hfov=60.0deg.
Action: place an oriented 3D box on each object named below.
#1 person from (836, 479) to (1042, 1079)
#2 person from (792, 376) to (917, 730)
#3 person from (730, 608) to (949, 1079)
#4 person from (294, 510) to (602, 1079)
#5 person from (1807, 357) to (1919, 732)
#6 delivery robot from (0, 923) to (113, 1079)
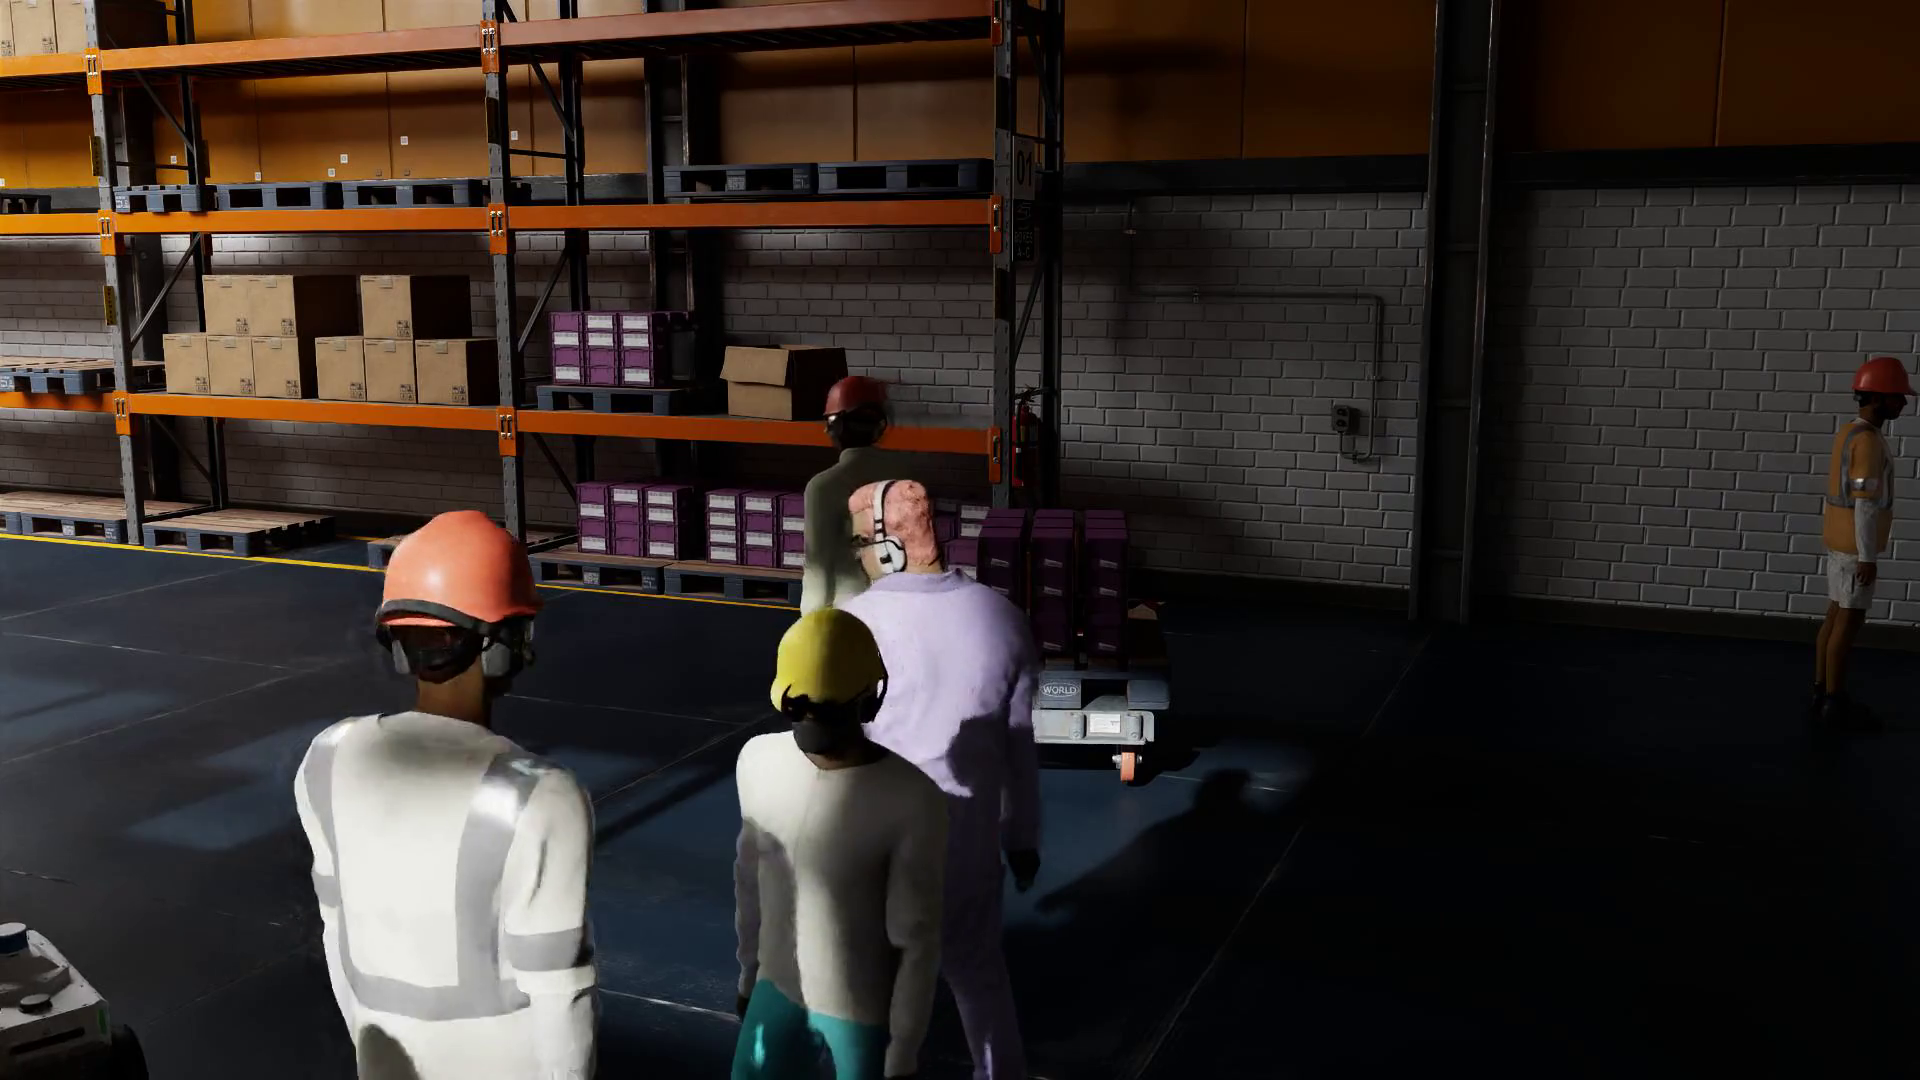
[{"bbox_3d":[-0.126,0.767,4.387,0.663,1.871,0.509,-6,11,-33],"label":"person"},{"bbox_3d":[-0.468,0.315,6.805,0.613,1.962,0.710,-8,13,-41],"label":"person"},{"bbox_3d":[-0.287,0.985,3.450,0.544,1.734,0.576,5,11,27],"label":"person"},{"bbox_3d":[-0.899,0.963,2.834,0.619,2.017,0.908,4,10,24],"label":"person"},{"bbox_3d":[4.716,0.017,8.679,0.375,1.935,0.551,3,10,18],"label":"person"},{"bbox_3d":[-2.672,1.325,4.694,0.477,0.478,0.707,-9,13,-42],"label":"delivery robot"}]
